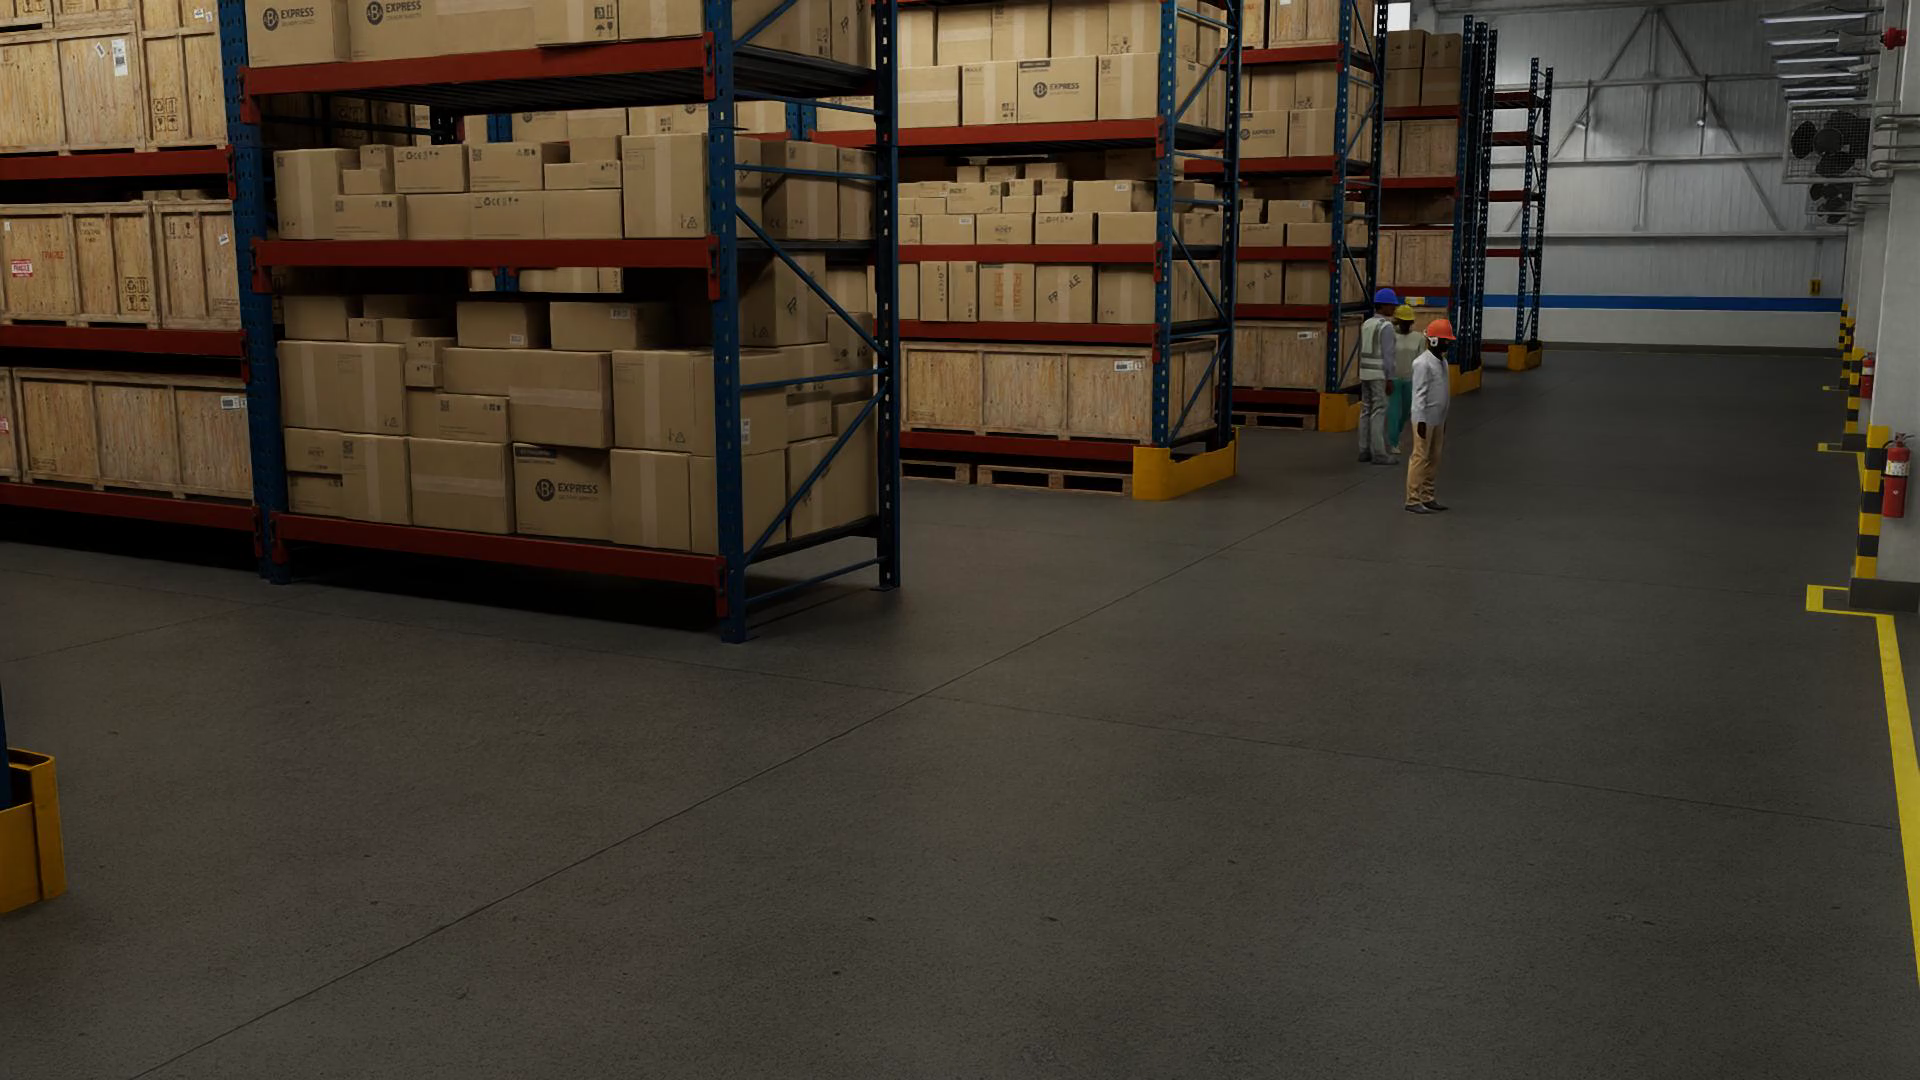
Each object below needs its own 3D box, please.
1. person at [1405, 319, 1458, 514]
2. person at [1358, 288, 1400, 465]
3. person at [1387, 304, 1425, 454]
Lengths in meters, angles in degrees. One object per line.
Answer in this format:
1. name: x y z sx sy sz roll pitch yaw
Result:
1. person: 4.253 -1.106 14.941 0.350 1.744 0.570 9 13 41
2. person: 4.628 -1.804 18.403 0.402 1.943 0.605 -2 10 -13
3. person: 5.137 -1.871 19.352 0.566 1.743 0.514 -1 10 -5
